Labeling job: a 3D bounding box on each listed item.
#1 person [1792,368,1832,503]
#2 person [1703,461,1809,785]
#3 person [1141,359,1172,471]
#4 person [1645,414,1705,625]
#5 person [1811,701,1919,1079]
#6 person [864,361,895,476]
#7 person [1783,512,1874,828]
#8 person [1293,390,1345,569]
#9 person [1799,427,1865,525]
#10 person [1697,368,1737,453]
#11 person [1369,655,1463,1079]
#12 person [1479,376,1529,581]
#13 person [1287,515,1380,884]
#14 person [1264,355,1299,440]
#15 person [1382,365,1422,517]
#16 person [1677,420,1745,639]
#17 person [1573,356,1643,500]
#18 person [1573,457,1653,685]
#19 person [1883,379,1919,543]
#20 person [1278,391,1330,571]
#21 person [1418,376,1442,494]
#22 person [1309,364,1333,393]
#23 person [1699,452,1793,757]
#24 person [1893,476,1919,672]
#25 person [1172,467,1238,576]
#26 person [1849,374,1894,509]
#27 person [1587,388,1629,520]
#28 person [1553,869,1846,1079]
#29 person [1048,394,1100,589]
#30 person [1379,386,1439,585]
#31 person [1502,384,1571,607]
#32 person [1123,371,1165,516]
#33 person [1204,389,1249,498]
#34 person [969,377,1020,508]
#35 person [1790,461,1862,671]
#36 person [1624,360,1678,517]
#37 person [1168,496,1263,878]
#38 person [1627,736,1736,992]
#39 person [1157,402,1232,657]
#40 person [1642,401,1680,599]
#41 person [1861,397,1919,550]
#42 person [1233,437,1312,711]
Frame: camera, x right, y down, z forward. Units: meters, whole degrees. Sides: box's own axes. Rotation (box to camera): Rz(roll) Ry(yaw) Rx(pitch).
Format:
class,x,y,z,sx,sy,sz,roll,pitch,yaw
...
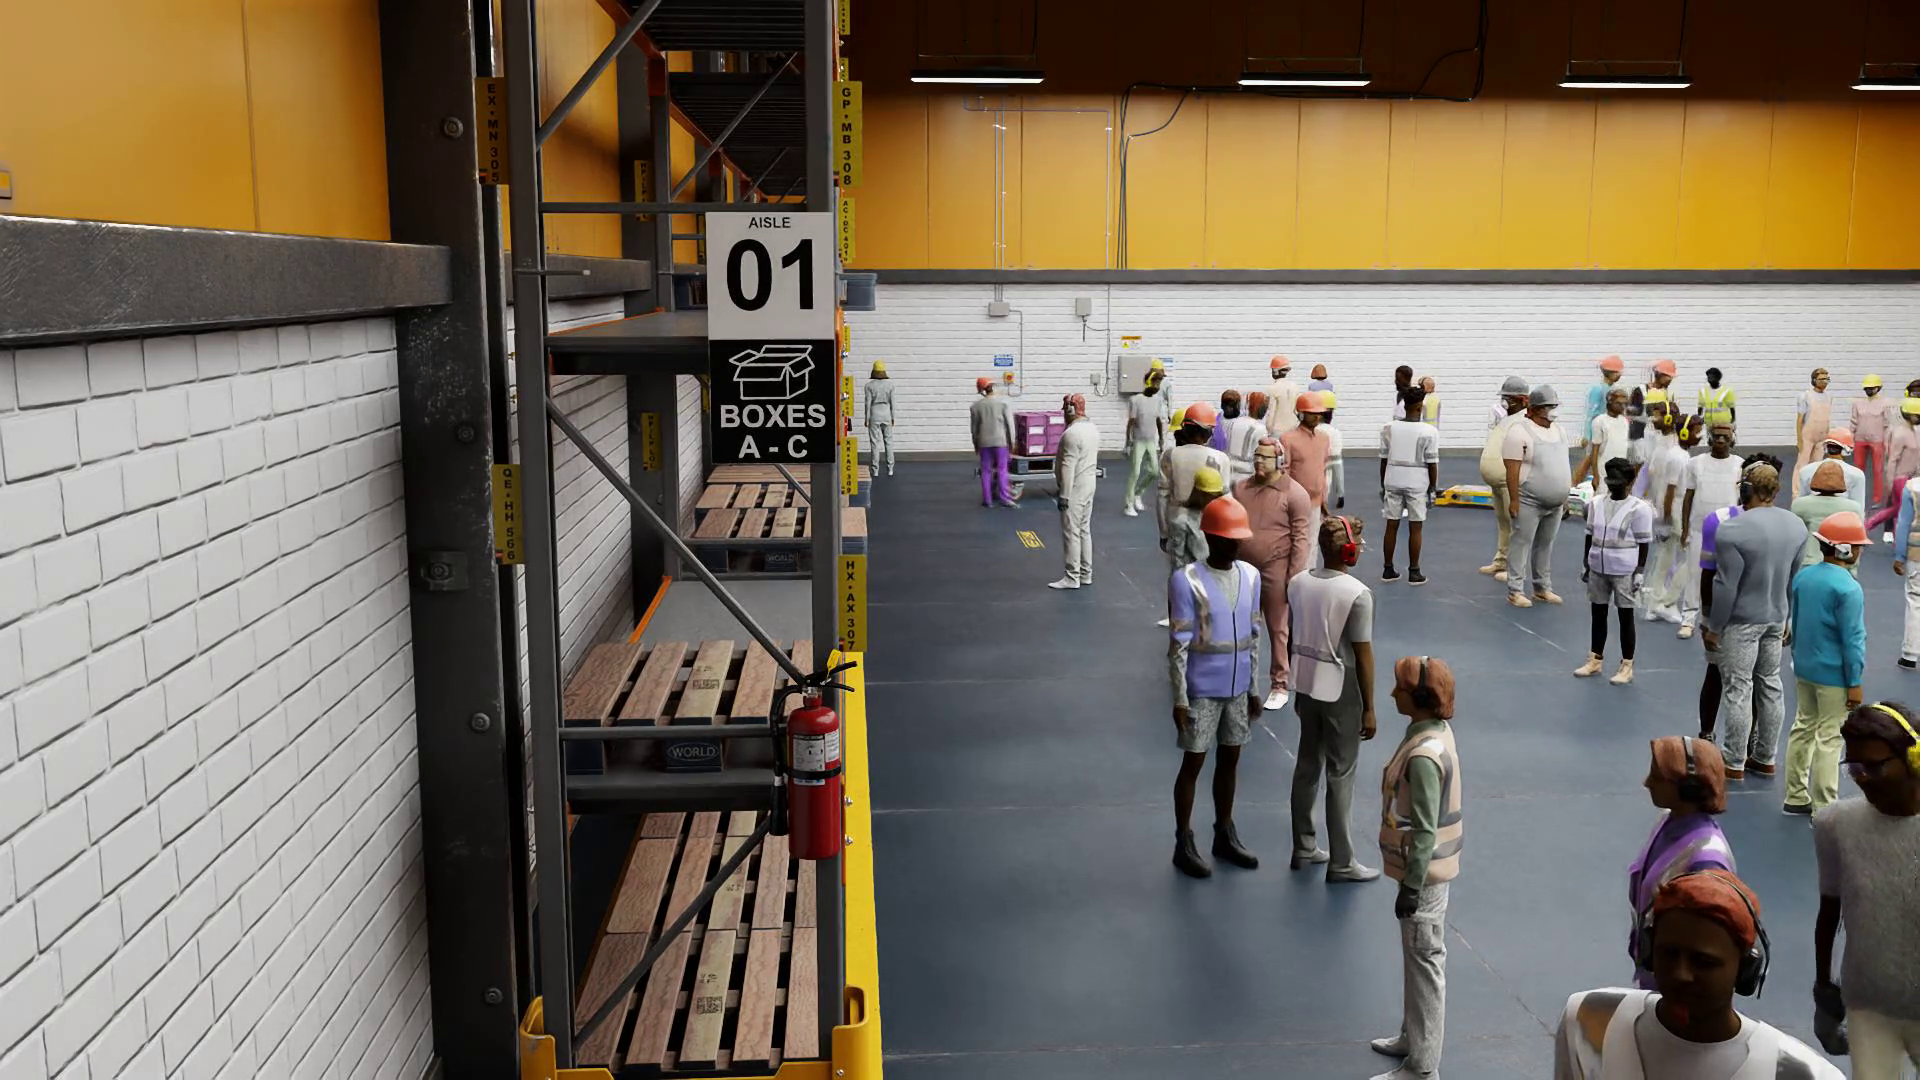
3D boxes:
class,x,y,z,sx,sy,sz,roll,pitch,yaw
person,11.006,-1.293,21.447,0.507,1.847,0.343,-3,9,-15
person,4.719,0.494,9.934,0.631,1.940,0.372,-3,10,-20
person,3.048,-1.941,25.838,0.493,1.743,0.295,0,9,-2
person,6.258,-0.179,14.473,0.516,1.842,0.487,3,9,17
person,2.777,1.353,4.870,0.561,1.828,0.778,6,11,35
person,-1.225,-1.847,25.244,0.492,1.742,0.321,-3,10,-21
person,4.785,0.712,9.141,0.326,1.752,0.563,-1,9,-4
person,3.546,-0.537,16.505,0.530,1.903,0.623,-7,12,-39
person,7.473,-0.098,14.263,0.347,1.743,0.566,-6,11,-35
person,11.437,-1.782,25.150,0.924,1.636,0.554,-6,11,-34
person,1.714,1.235,6.218,0.308,1.641,0.515,3,9,16
person,5.463,-0.617,16.593,0.537,2.000,0.682,0,9,-3
person,1.852,0.795,8.342,0.389,1.843,0.563,-5,11,-30
person,4.167,-1.413,21.734,0.612,1.995,0.376,-8,12,-42
person,5.623,-1.250,20.991,0.388,1.910,0.592,-2,9,-15
person,6.251,-0.074,13.796,0.505,1.847,0.346,5,10,26
person,8.424,-1.388,21.561,1.034,1.981,0.609,6,11,35
person,4.865,0.224,12.384,0.315,1.696,0.540,-6,11,-34
person,10.768,-0.889,18.838,0.521,1.870,0.319,2,9,11
person,3.119,-0.350,15.057,0.612,1.995,0.393,-6,11,-35
person,6.439,-1.437,22.995,0.521,1.638,0.311,-6,11,-33
person,5.668,-1.955,26.264,0.497,1.634,0.278,-6,11,-31
person,4.821,0.438,10.193,0.603,1.967,0.372,0,9,-2
person,7.458,0.114,12.688,0.605,1.824,0.404,3,9,17
person,1.710,0.308,11.810,0.486,1.709,0.824,-3,10,-19
person,11.847,-1.284,21.675,0.340,1.761,0.529,-8,12,-40
person,6.916,-0.696,17.704,0.508,1.845,0.345,-5,10,-29
person,1.430,1.570,3.348,0.574,1.884,0.356,7,12,39
person,1.115,-0.472,16.160,0.401,1.894,0.653,4,10,24
person,4.405,-0.535,16.354,0.598,1.958,0.372,6,11,34
person,5.333,-0.404,15.254,0.687,2.000,0.538,-4,10,-26
person,2.322,-1.227,21.047,0.635,1.843,0.481,-6,11,-33
person,2.874,-0.687,17.698,0.623,1.835,0.431,5,10,29
person,0.484,-1.275,21.781,0.709,1.714,0.321,3,9,16
person,6.564,0.211,12.655,0.500,1.636,0.280,7,11,36
person,8.698,-1.284,20.981,0.621,1.971,0.918,-4,10,-23
person,1.311,0.735,8.429,0.547,1.936,0.364,-5,10,-29
person,2.222,1.405,5.154,0.310,1.638,0.523,2,9,9
person,1.866,-0.073,13.170,0.614,2.041,0.389,5,10,30
person,6.635,-0.378,15.660,0.314,1.861,0.511,3,10,20
person,10.092,-0.684,17.952,0.522,1.737,0.734,-9,13,-44
person,2.123,0.229,11.687,0.642,1.913,0.410,9,12,43
